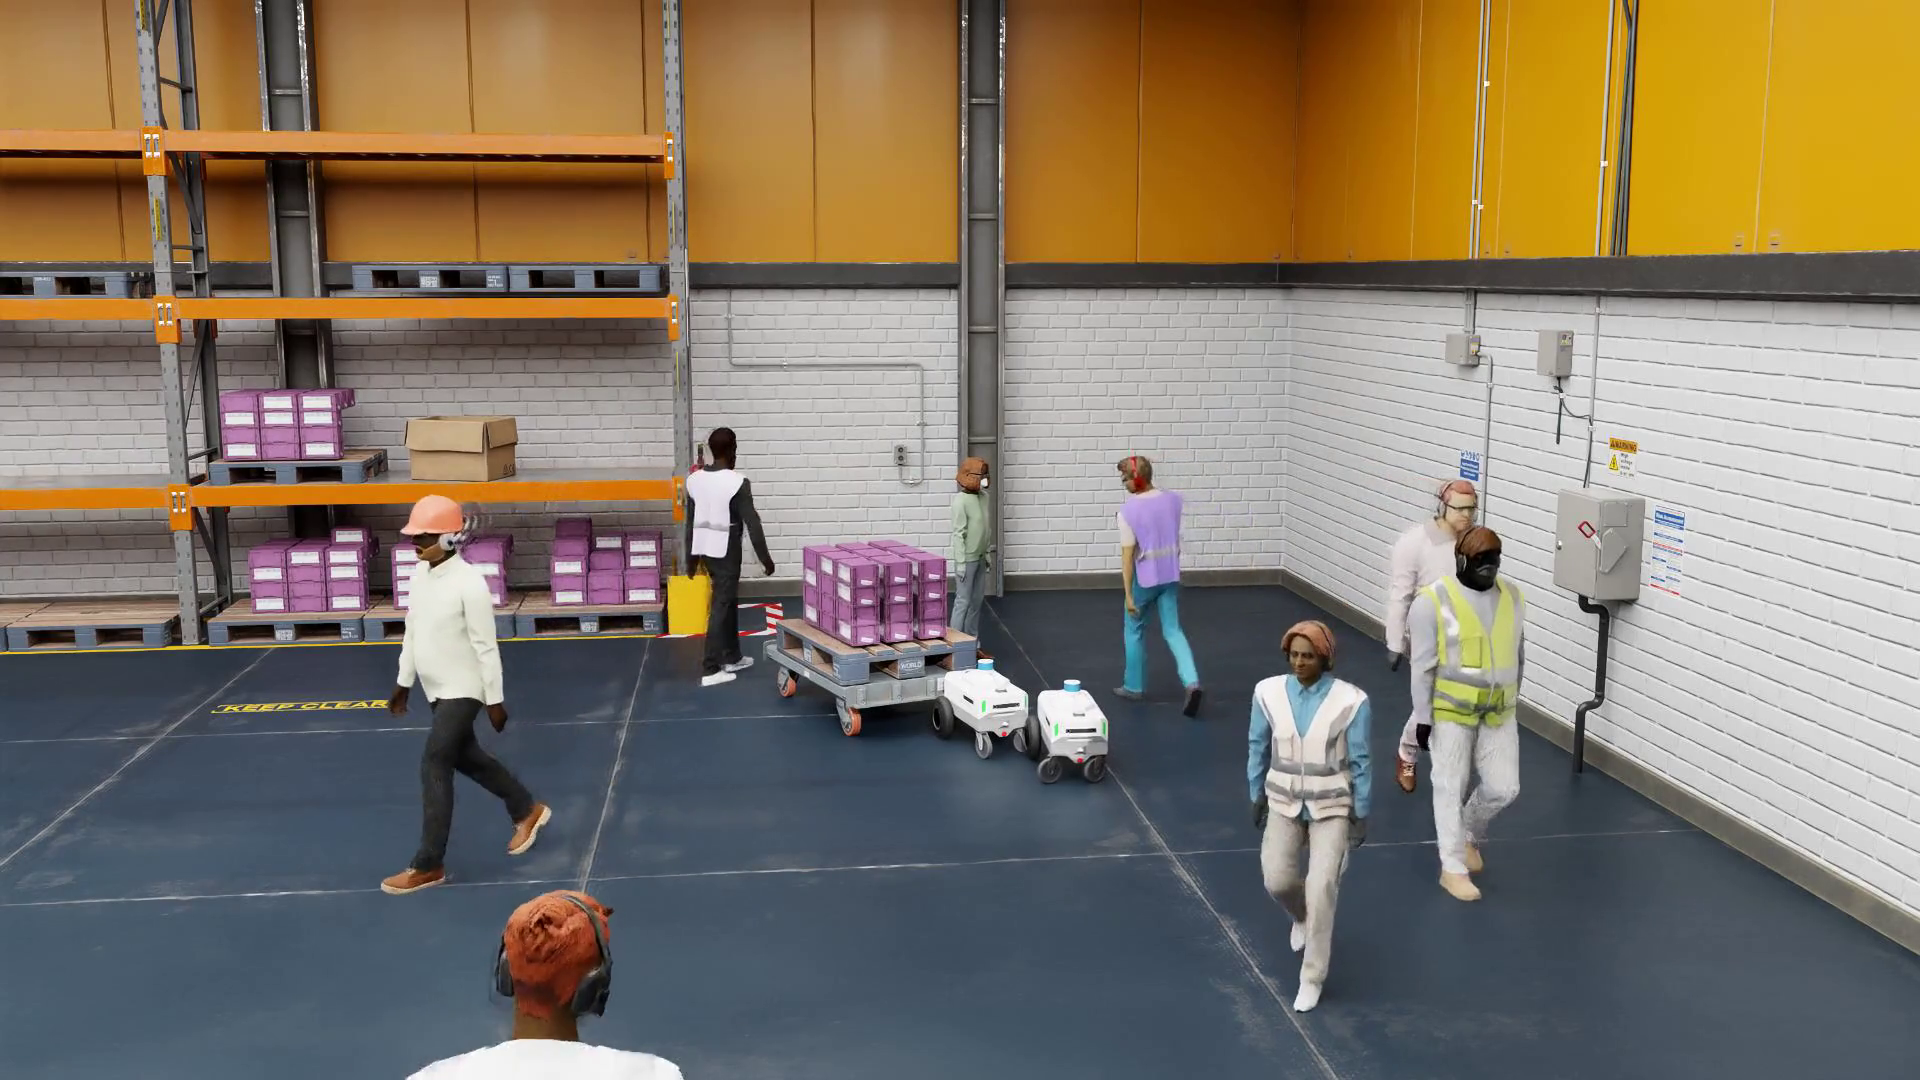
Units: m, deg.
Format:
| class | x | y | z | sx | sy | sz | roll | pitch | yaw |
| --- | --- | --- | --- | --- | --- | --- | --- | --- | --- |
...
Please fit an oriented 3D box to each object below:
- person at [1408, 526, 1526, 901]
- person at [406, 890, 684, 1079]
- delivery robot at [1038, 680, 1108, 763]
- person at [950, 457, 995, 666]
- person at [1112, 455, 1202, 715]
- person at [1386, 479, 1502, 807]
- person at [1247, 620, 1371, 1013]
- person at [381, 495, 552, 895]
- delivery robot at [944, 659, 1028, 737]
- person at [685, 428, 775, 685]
| class | x | y | z | sx | sy | sz | roll | pitch | yaw |
| --- | --- | --- | --- | --- | --- | --- | --- | --- | --- |
| person | 2.470 | 0.833 | 8.079 | 0.634 | 1.826 | 0.443 | -2 | 9 | -10 |
| person | -0.816 | 1.613 | 3.219 | 0.628 | 1.836 | 1.007 | 0 | 9 | 1 |
| delivery robot | 0.681 | 1.095 | 10.116 | 0.477 | 0.478 | 0.707 | -1 | 9 | -5 |
| person | 0.095 | 0.164 | 12.896 | 0.280 | 1.624 | 0.493 | 5 | 10 | 26 |
| person | 1.360 | 0.301 | 11.509 | 0.597 | 1.798 | 0.876 | -5 | 10 | -28 |
| person | 2.779 | 0.582 | 9.468 | 0.675 | 1.888 | 0.427 | -2 | 9 | -13 |
| person | 1.484 | 1.112 | 6.994 | 0.526 | 1.625 | 0.552 | 5 | 10 | 27 |
| person | -2.493 | 0.725 | 8.376 | 0.938 | 1.962 | 0.606 | -8 | 12 | -40 |
| delivery robot | 0.164 | 1.008 | 10.660 | 0.477 | 0.478 | 0.707 | -3 | 10 | -21 |
| person | -1.675 | 0.109 | 12.407 | 0.602 | 1.888 | 0.800 | 8 | 12 | 41 |
